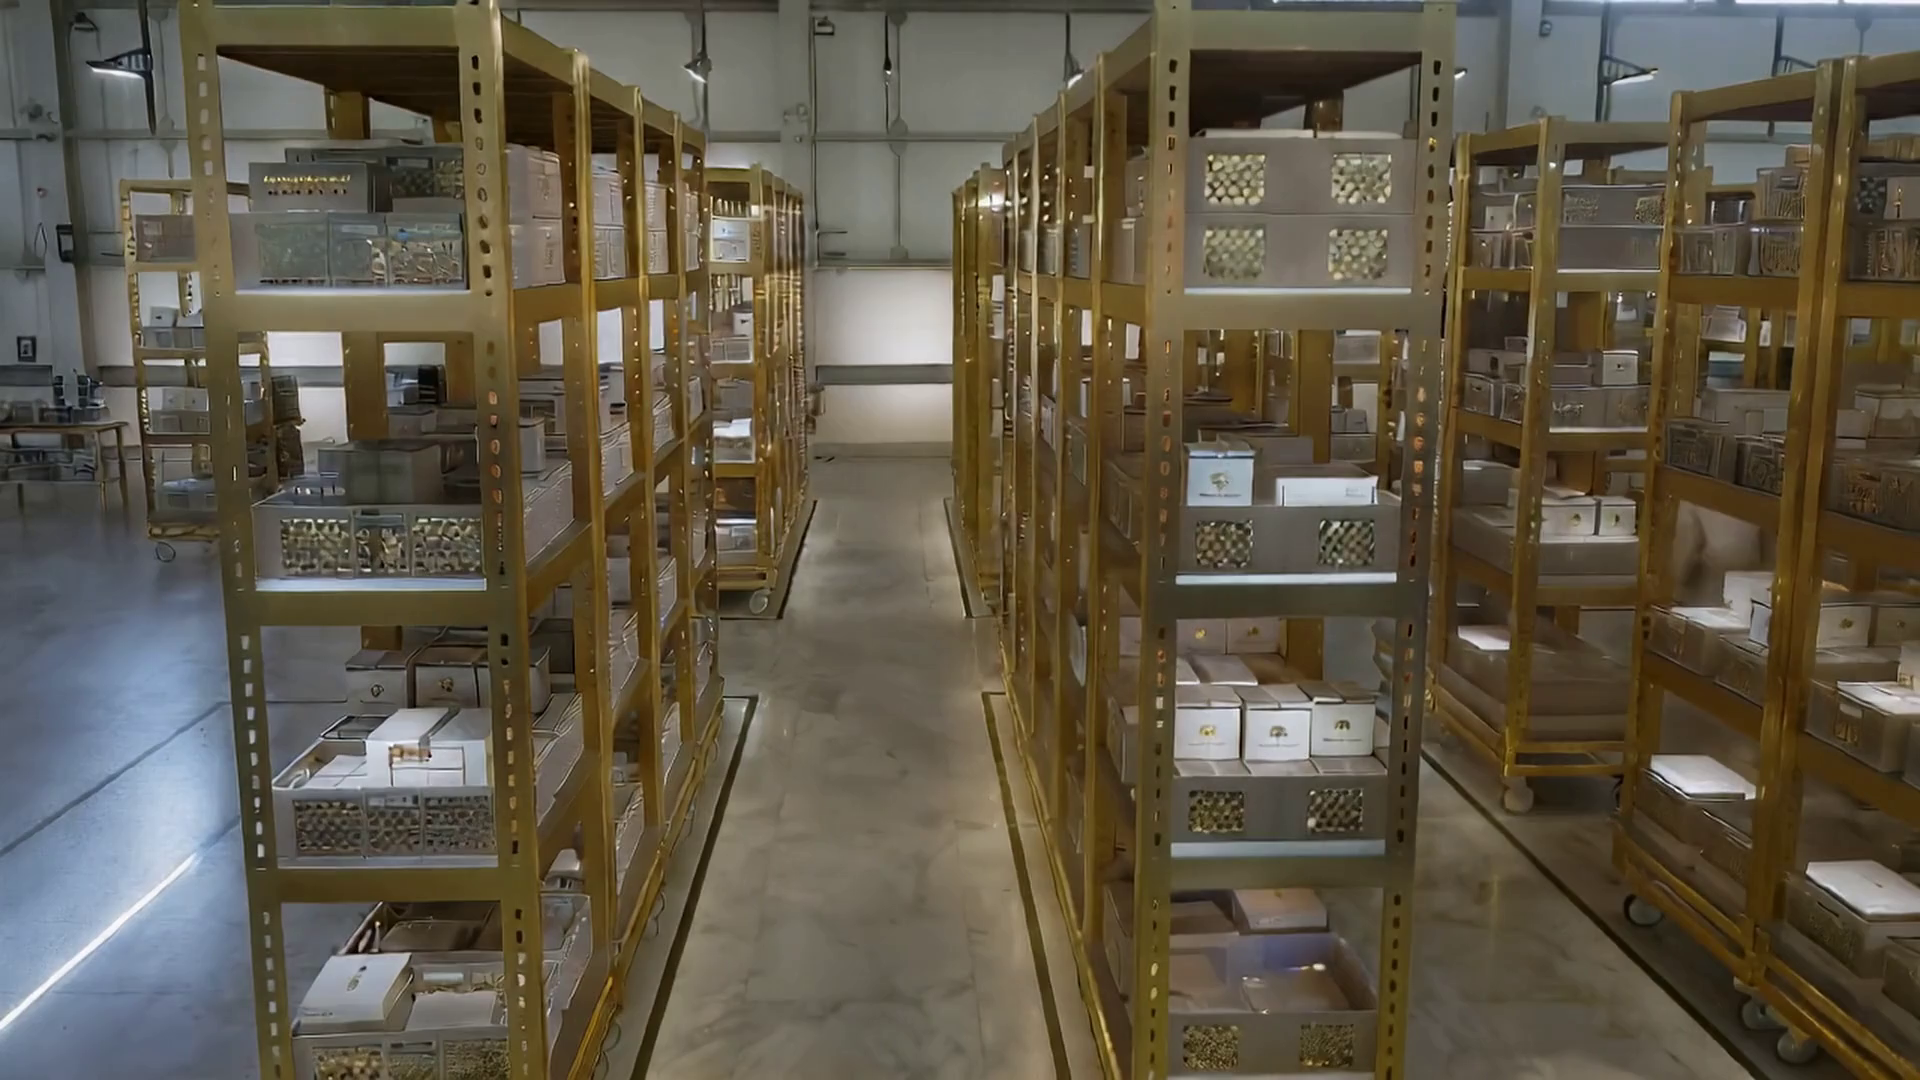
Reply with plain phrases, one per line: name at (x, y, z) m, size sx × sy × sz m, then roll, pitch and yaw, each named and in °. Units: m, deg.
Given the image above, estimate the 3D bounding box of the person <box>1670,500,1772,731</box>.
person at (4.740, 0.238, 10.506) m, size 0.594 × 1.792 × 0.950 m, roll 0°, pitch 10°, yaw -2°
